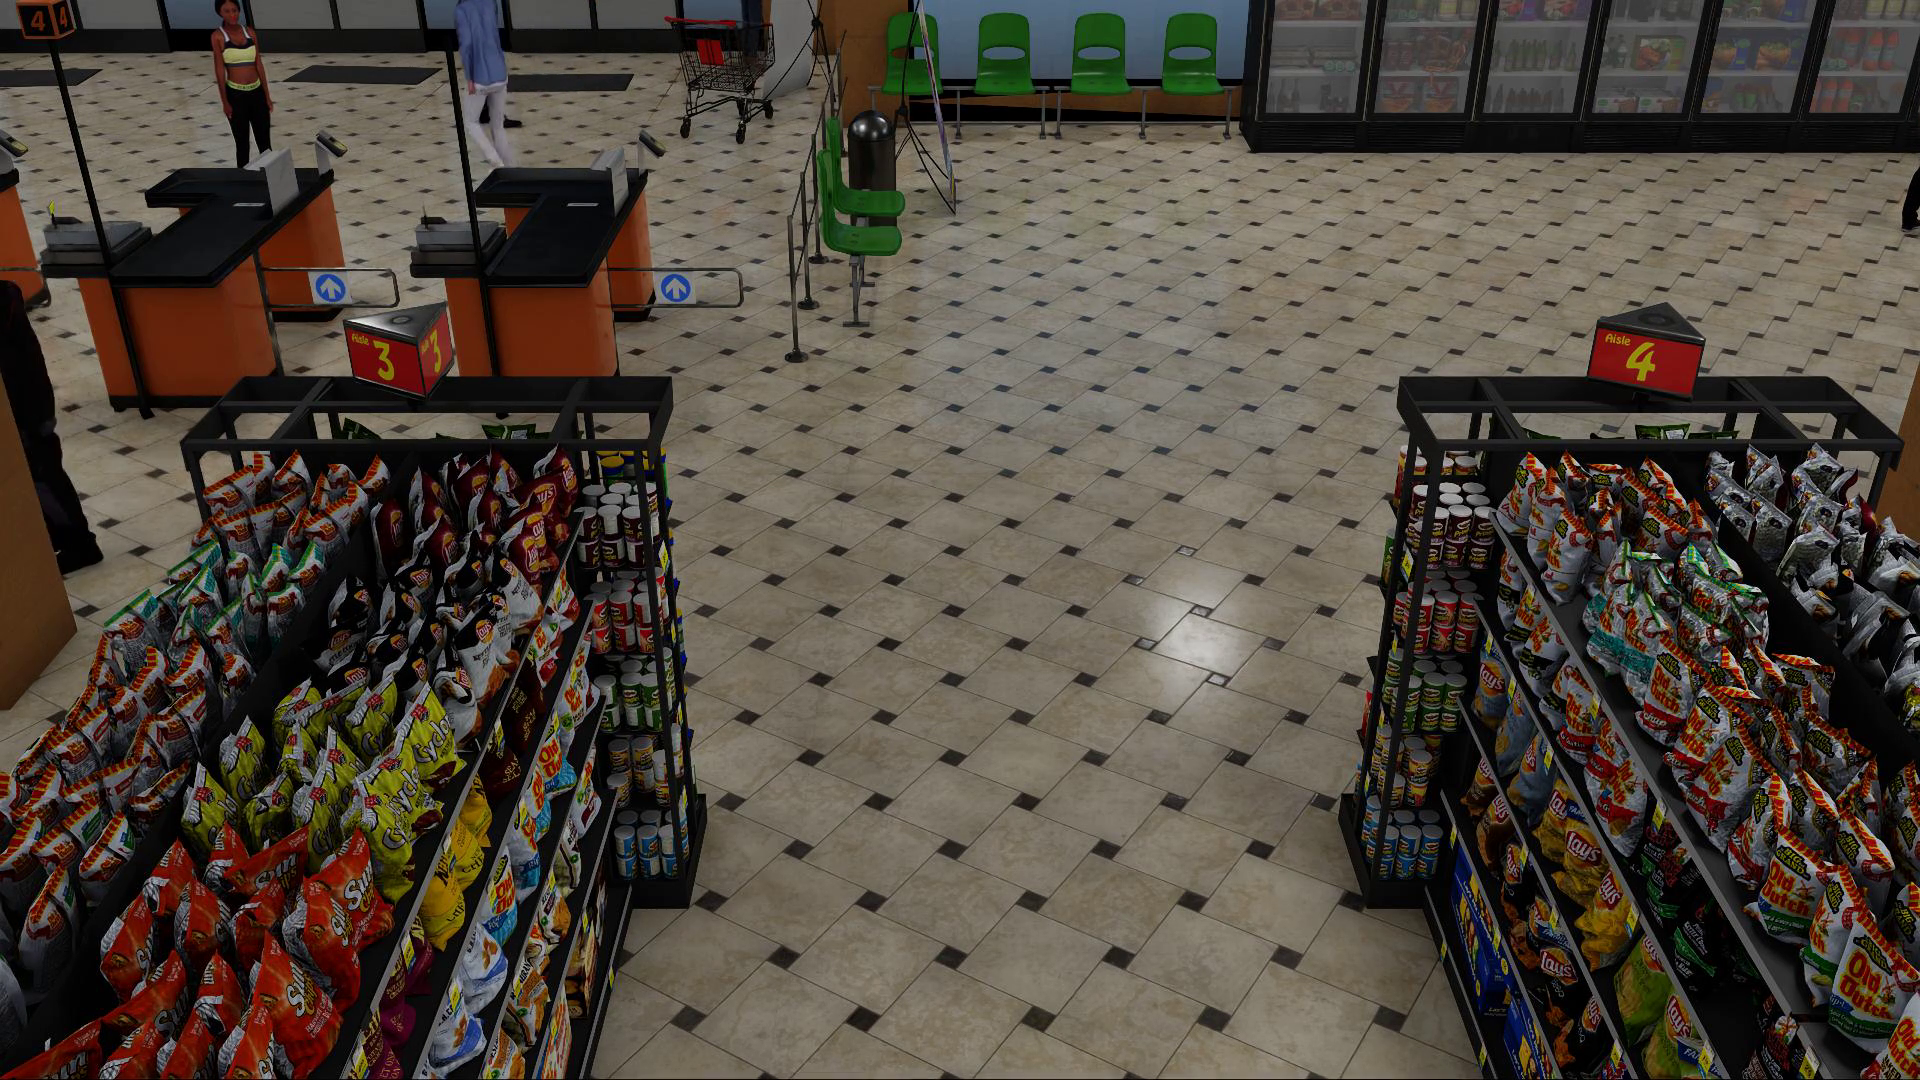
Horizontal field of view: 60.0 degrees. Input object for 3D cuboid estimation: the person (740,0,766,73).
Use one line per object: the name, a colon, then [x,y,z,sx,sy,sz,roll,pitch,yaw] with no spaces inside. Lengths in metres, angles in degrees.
person: [-2.330,-6.107,18.366,0.730,1.790,0.612,-14,32,-24]

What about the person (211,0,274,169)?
person: [-6.009,-3.695,13.986,0.639,1.755,0.695,-25,37,-37]

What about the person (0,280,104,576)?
person: [-4.642,-0.676,8.393,0.902,1.815,0.805,-16,33,-27]

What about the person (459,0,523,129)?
person: [-4.659,-4.991,16.269,0.871,1.840,0.778,-21,35,-33]

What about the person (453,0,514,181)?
person: [-4.086,-4.035,14.483,0.860,1.874,0.777,20,34,32]
